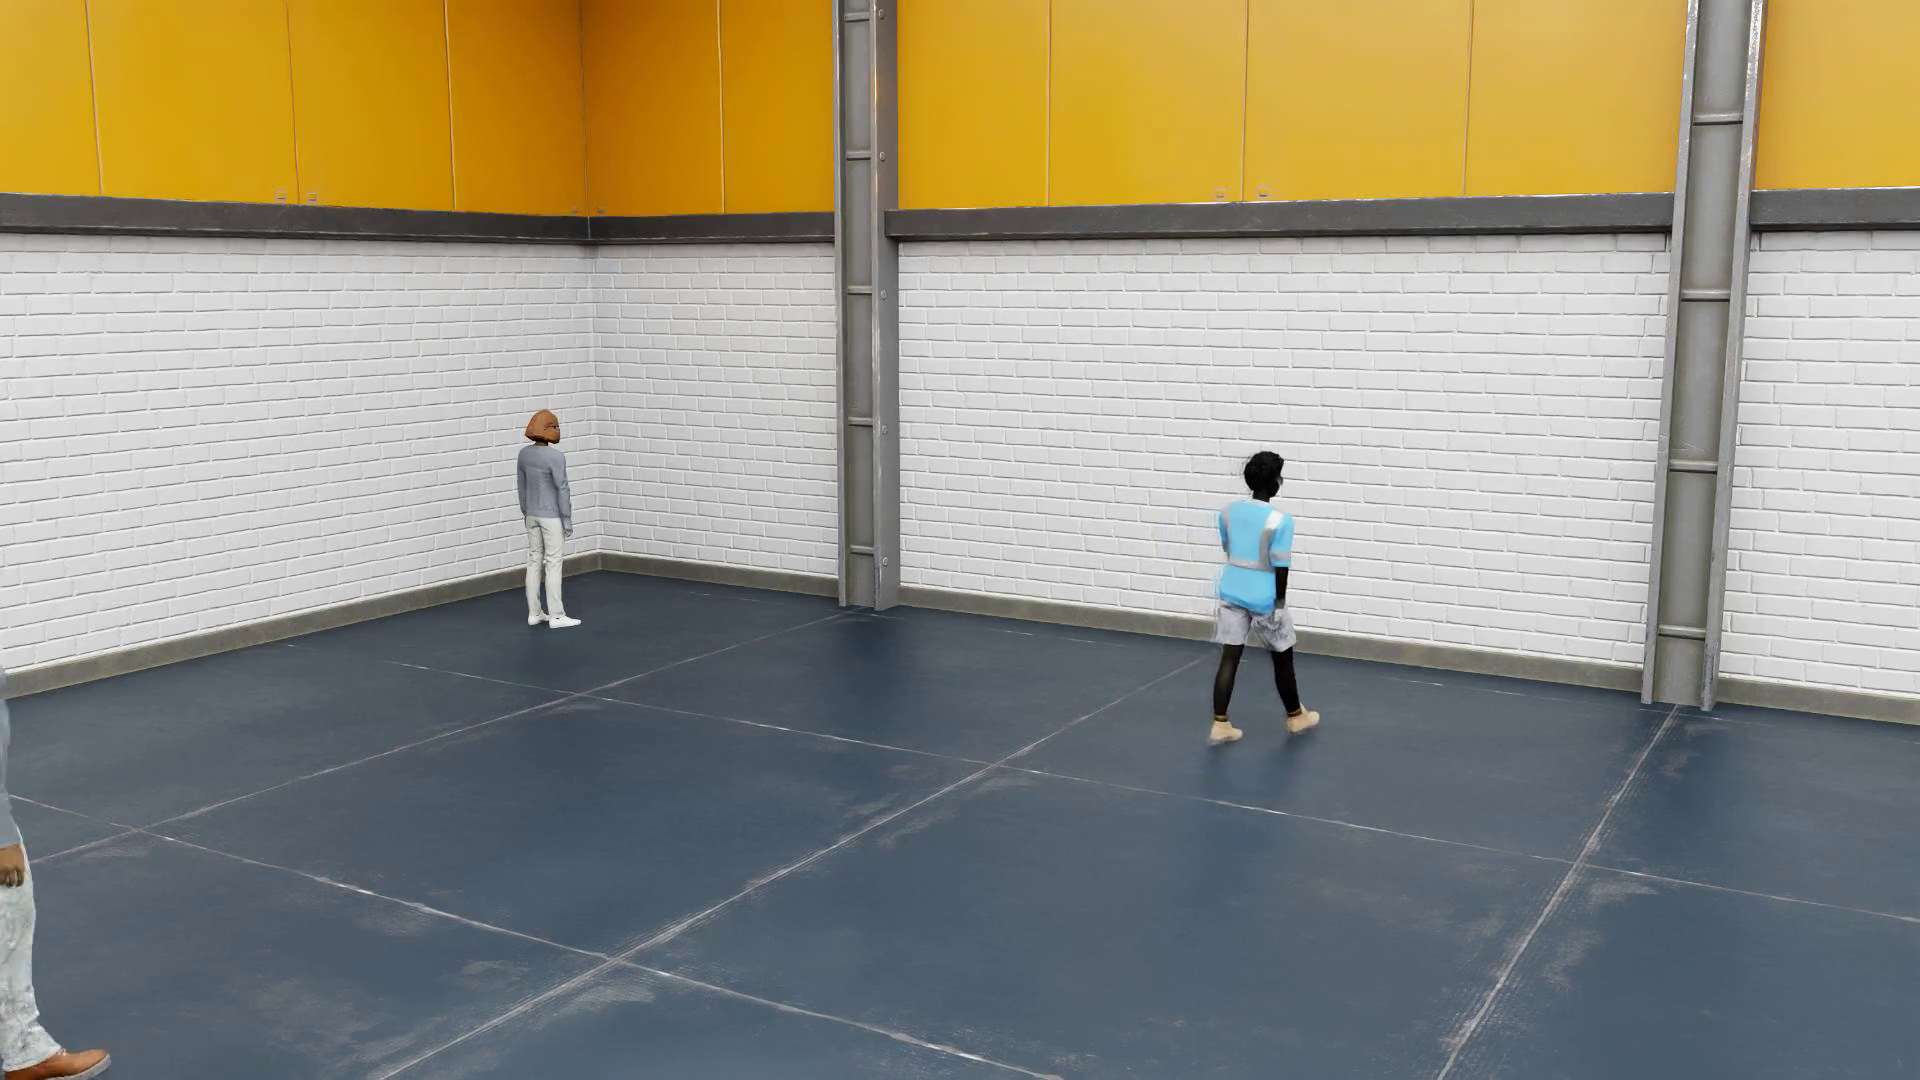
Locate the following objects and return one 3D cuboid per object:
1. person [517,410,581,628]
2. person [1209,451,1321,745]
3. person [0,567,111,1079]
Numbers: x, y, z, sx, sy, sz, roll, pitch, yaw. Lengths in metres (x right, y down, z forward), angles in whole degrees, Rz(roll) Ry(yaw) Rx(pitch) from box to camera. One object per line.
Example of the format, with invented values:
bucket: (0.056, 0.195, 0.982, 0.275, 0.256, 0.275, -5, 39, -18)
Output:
person: (-3.098, -0.157, 12.466, 0.507, 1.632, 0.276, 6, 11, 34)
person: (1.715, 0.319, 9.419, 0.752, 1.656, 0.540, -9, 12, -43)
person: (-3.167, 0.880, 5.133, 0.791, 1.920, 0.642, -7, 11, -37)
